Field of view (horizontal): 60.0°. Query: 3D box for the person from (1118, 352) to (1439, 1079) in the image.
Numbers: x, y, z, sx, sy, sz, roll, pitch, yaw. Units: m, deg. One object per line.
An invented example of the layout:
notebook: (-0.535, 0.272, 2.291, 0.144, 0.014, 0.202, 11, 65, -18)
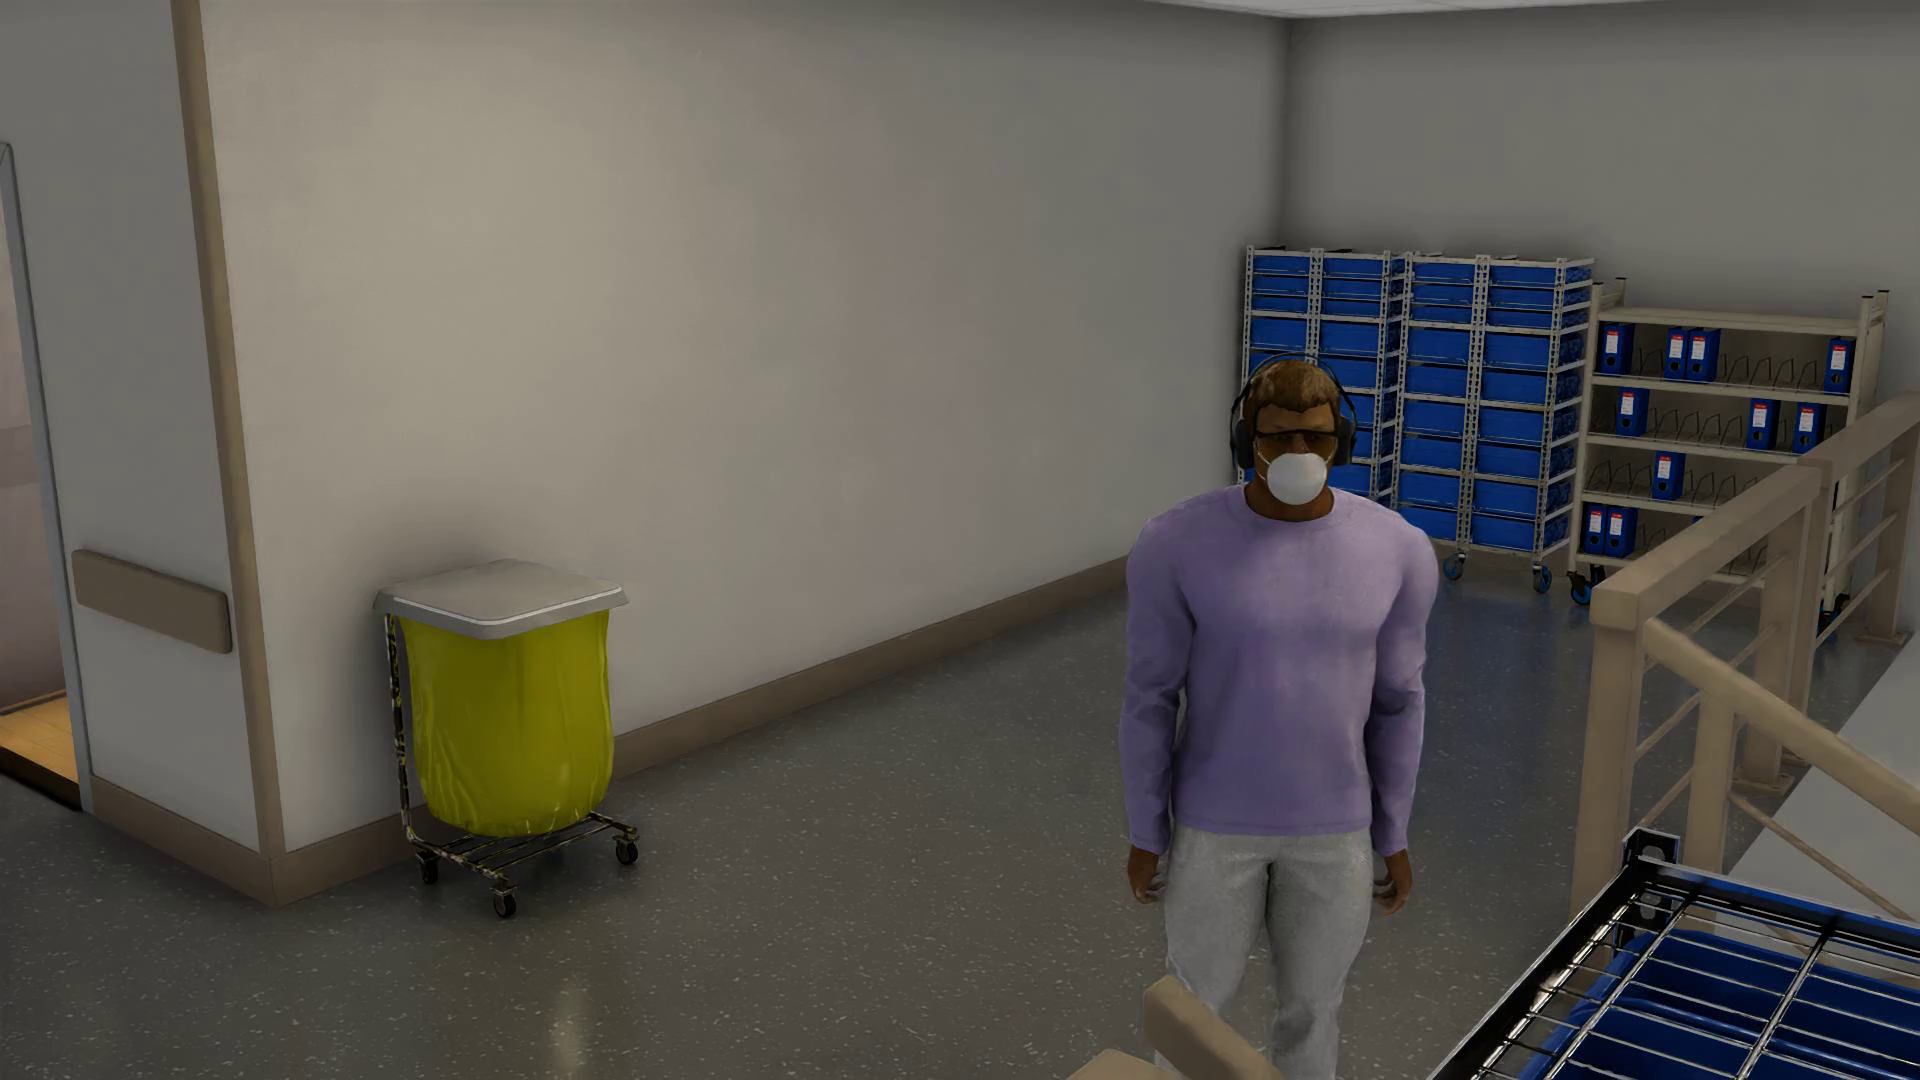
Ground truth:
person: (0.637, 0.584, 3.401, 0.632, 1.940, 0.372, 0, 13, -2)
